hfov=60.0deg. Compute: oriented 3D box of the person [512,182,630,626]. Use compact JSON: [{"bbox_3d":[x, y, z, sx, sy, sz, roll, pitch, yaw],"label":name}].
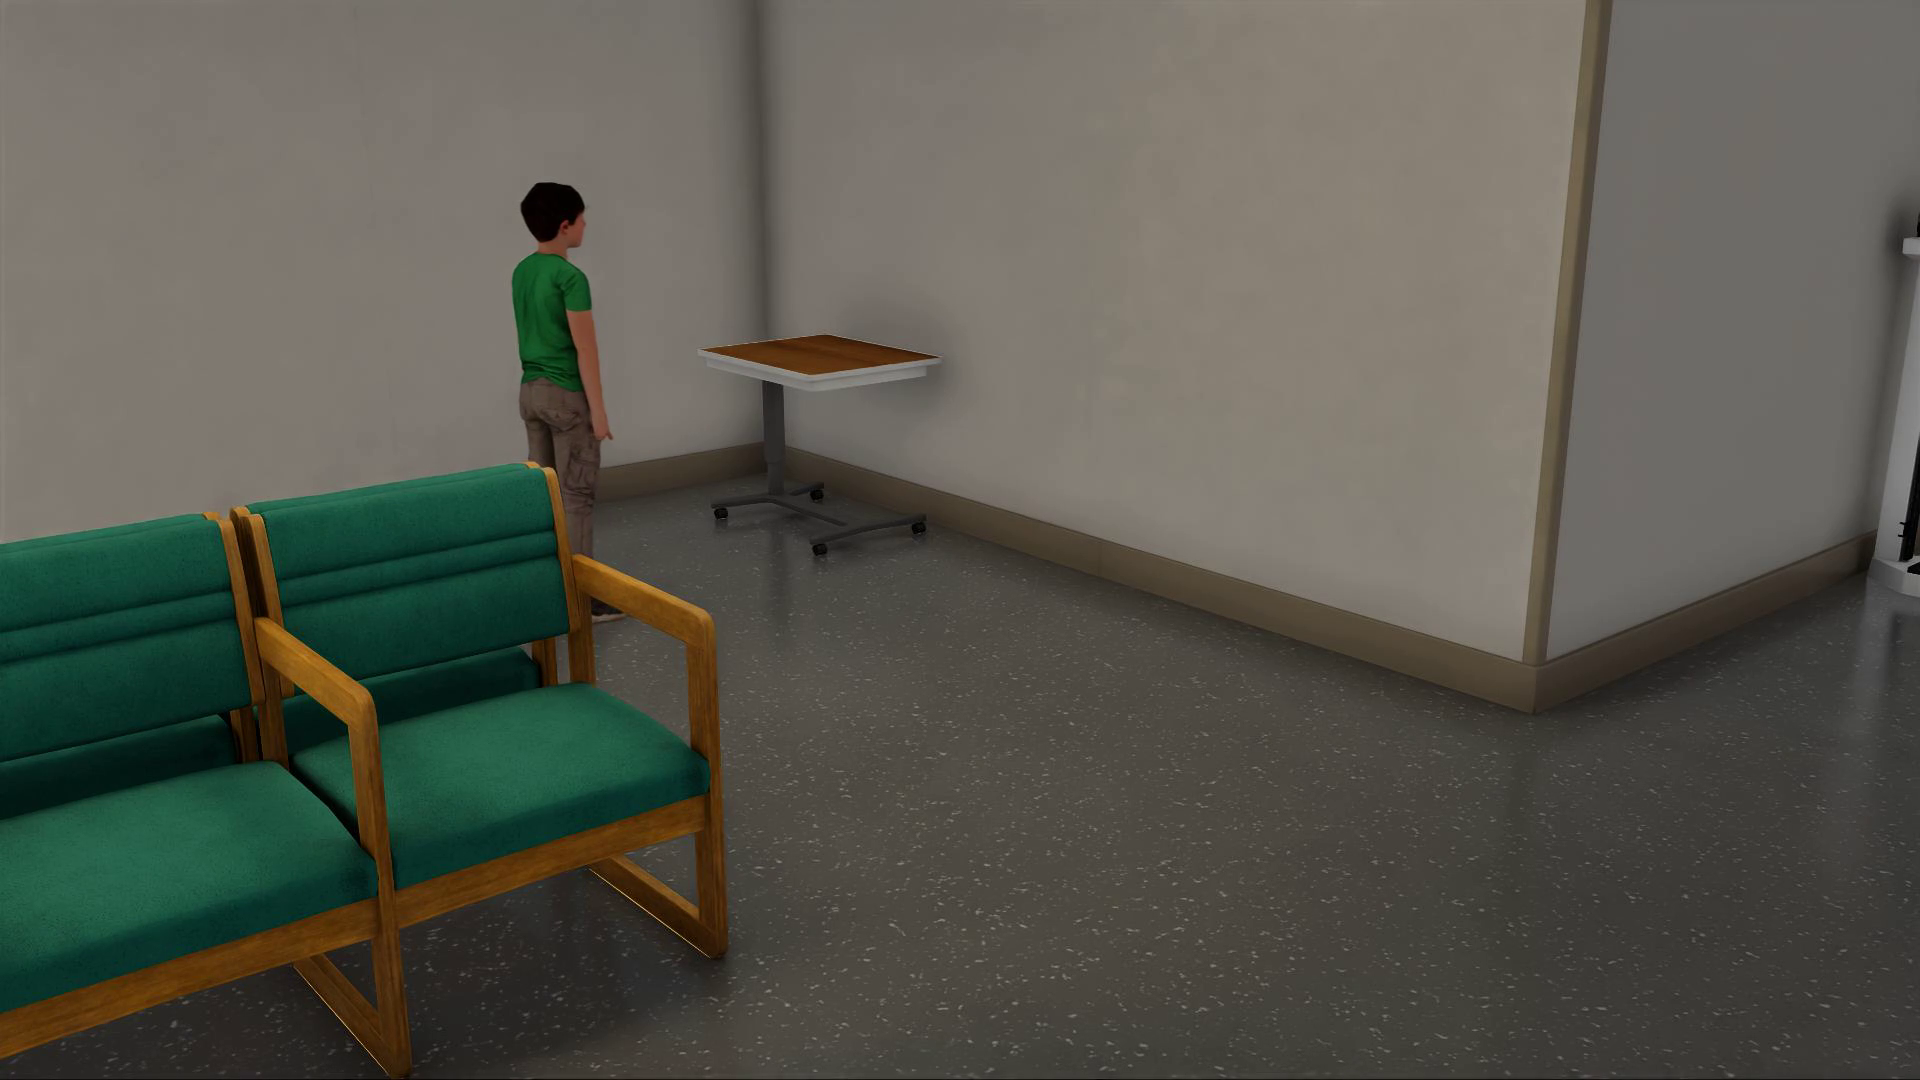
[{"bbox_3d":[-1.513,-0.509,6.254,0.497,1.651,0.659,14,21,41],"label":"person"}]
